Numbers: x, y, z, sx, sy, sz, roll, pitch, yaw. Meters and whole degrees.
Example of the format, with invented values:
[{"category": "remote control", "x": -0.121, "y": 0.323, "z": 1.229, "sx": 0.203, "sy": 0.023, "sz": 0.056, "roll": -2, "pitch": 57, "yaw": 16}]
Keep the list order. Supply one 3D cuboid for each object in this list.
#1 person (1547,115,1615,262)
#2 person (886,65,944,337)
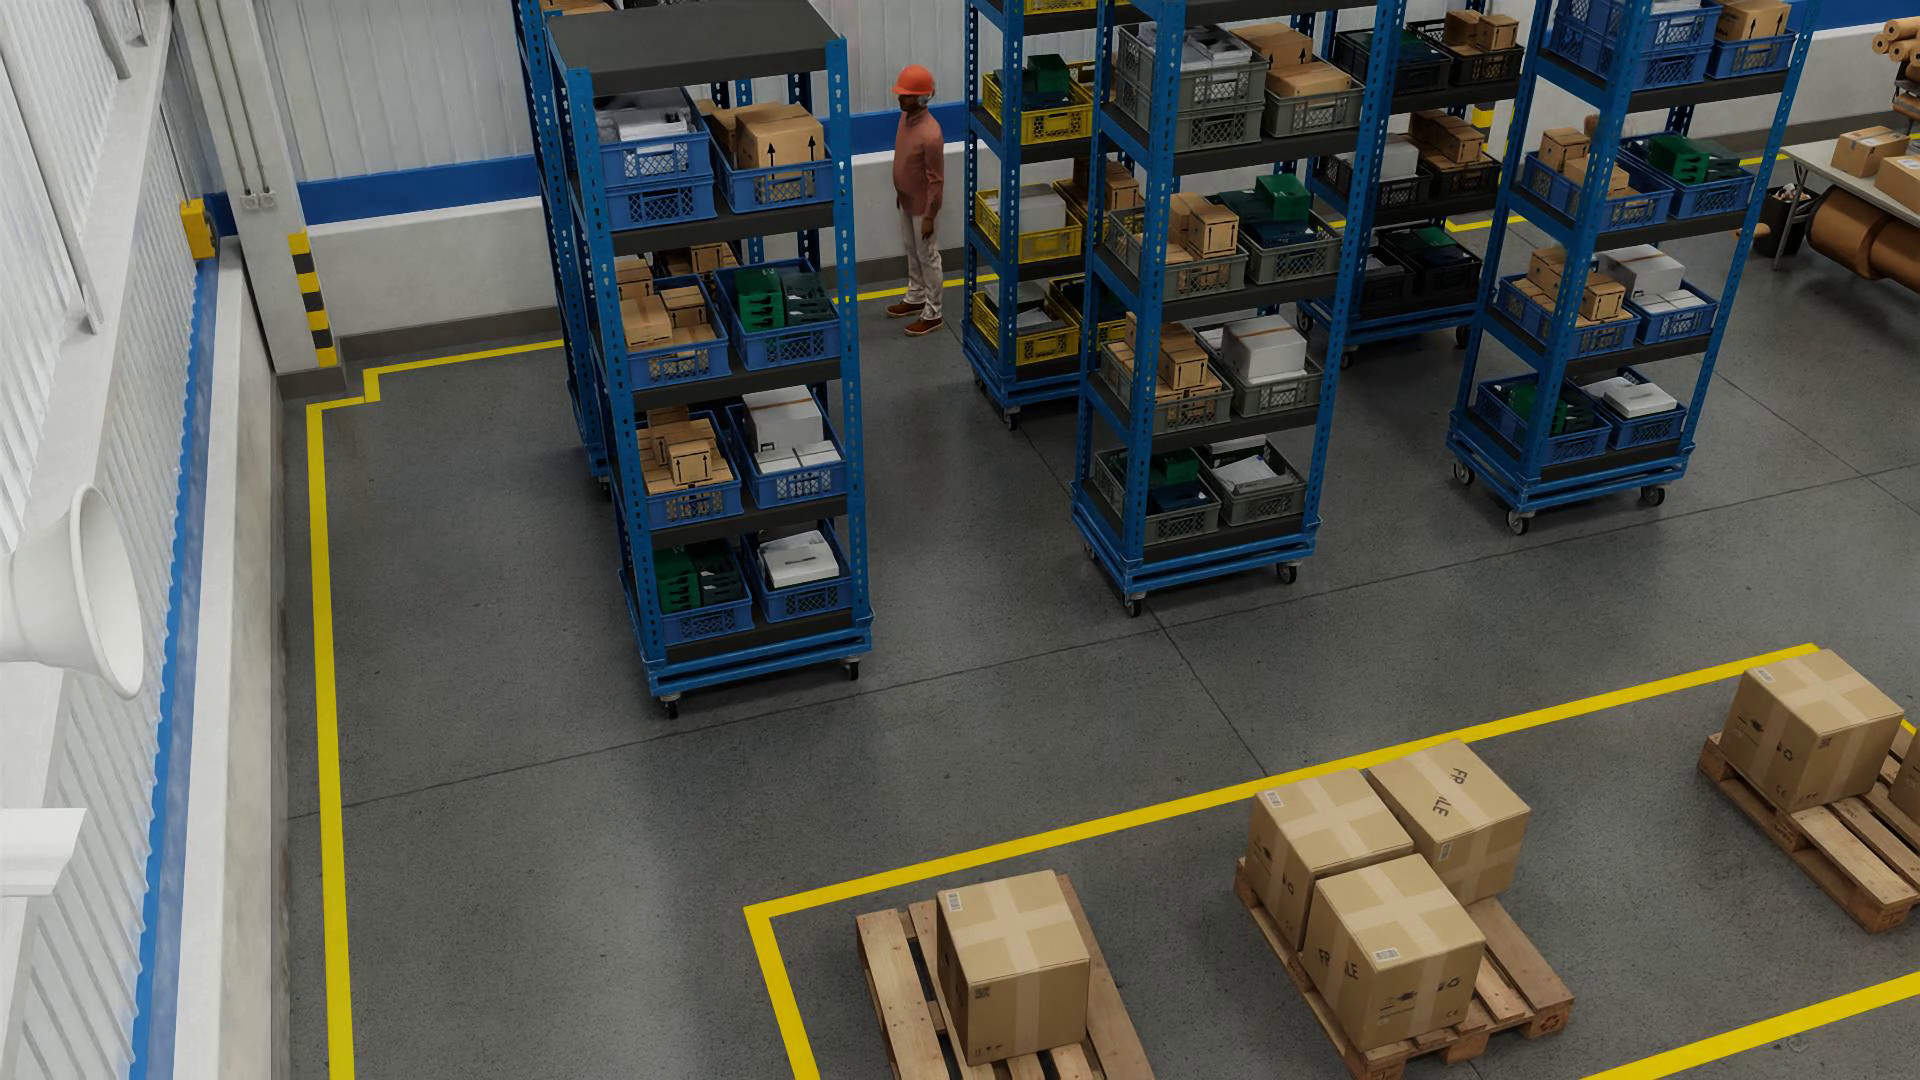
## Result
[{"category": "person", "x": 4.569, "y": -2.311, "z": 12.160, "sx": 0.707, "sy": 1.607, "sz": 0.518, "roll": 2, "pitch": 35, "yaw": 3}, {"category": "person", "x": -0.312, "y": -2.456, "z": 12.027, "sx": 0.375, "sy": 1.997, "sz": 0.612, "roll": -15, "pitch": 38, "yaw": -20}]
